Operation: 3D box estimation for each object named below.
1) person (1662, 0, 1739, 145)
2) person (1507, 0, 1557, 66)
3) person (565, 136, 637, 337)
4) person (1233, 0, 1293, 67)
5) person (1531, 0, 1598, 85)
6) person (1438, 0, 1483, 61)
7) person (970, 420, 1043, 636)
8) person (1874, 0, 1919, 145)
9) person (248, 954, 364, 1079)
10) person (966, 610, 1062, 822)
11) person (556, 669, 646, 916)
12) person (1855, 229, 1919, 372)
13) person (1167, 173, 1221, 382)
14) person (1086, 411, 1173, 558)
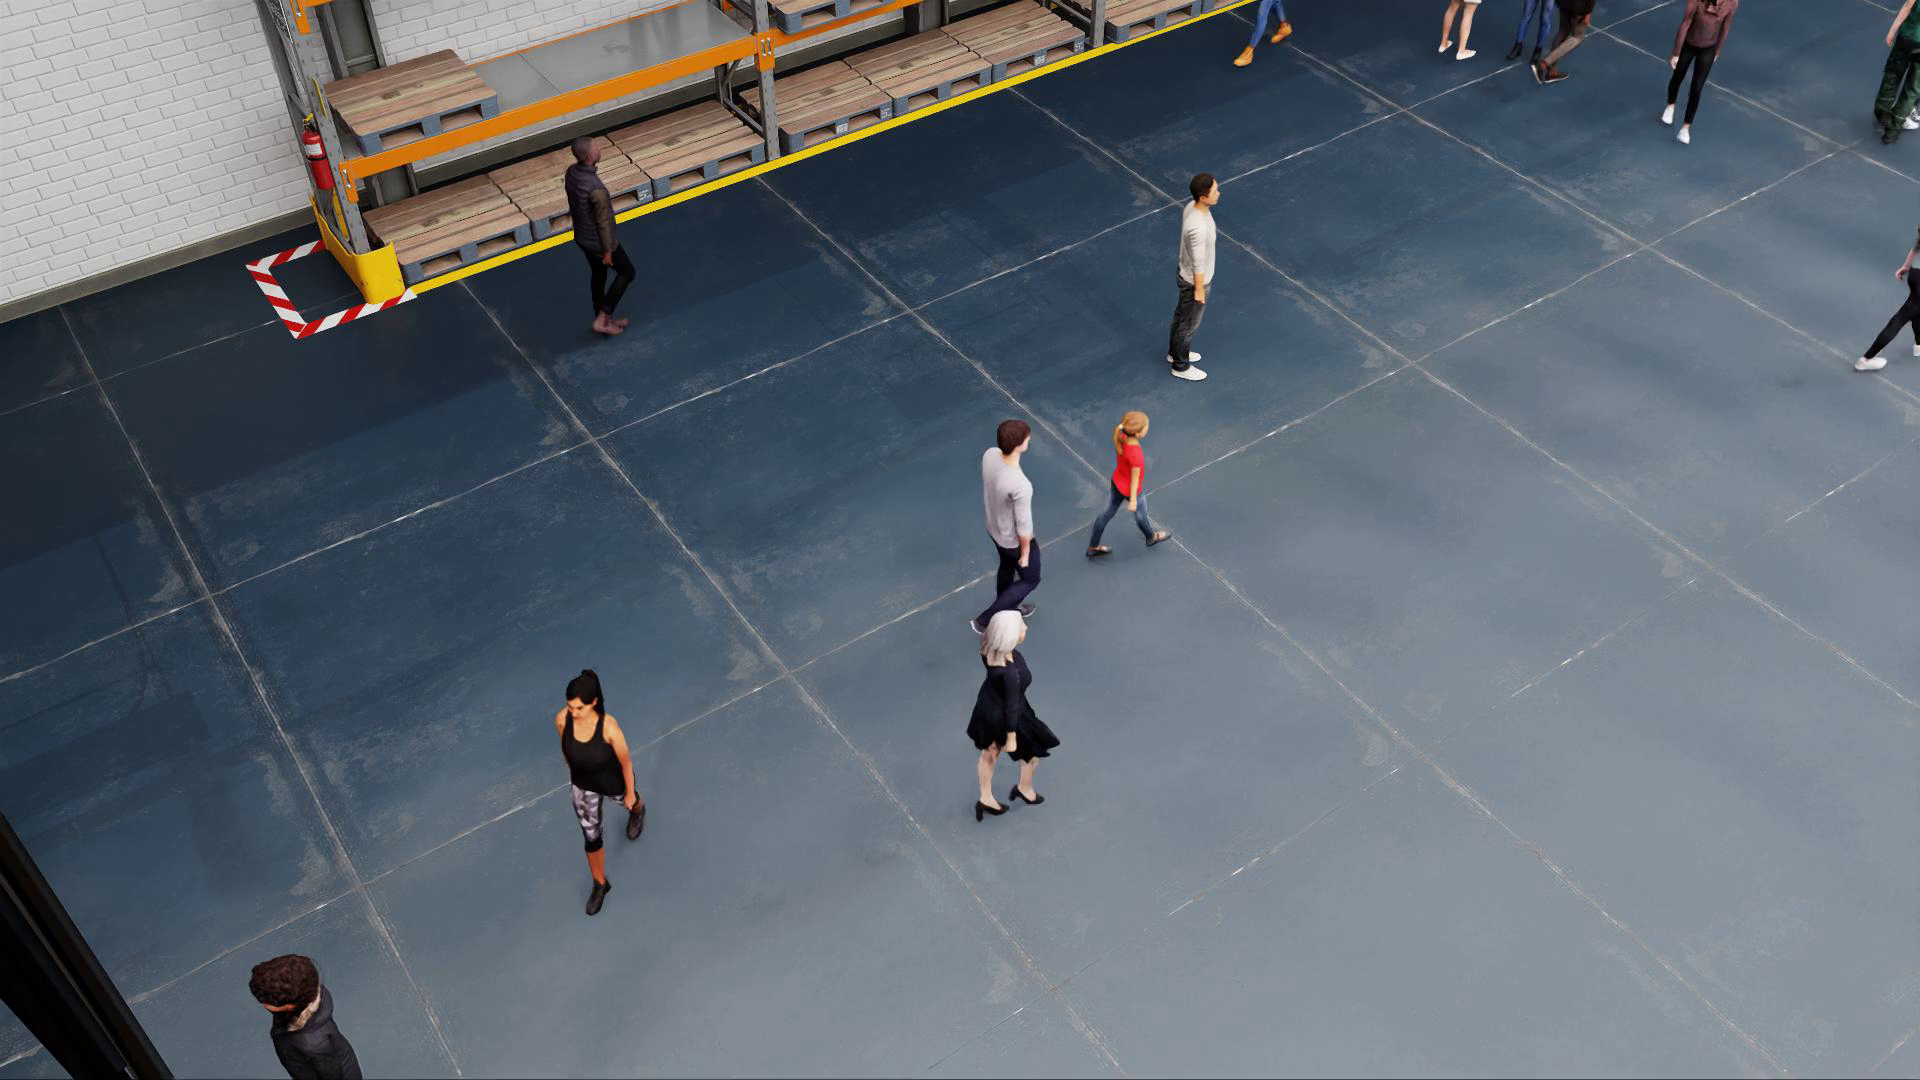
[{"bbox_3d":[7.078,-4.748,16.019,0.989,1.665,1.097,12,45,12],"label":"person"},{"bbox_3d":[5.980,-5.660,16.999,0.664,1.632,0.636,24,49,23],"label":"person"},{"bbox_3d":[-3.000,-2.401,13.438,0.696,1.826,0.715,-30,51,-27],"label":"person"},{"bbox_3d":[3.261,-5.794,17.118,1.198,1.663,0.646,-28,50,-27],"label":"person"},{"bbox_3d":[6.044,-5.330,16.544,0.903,1.783,0.744,-19,47,-19],"label":"person"},{"bbox_3d":[5.241,-5.810,17.095,0.602,1.717,0.653,-33,52,-29],"label":"person"},{"bbox_3d":[0.261,-0.034,10.952,0.840,1.828,0.708,-22,48,-21],"label":"person"},{"bbox_3d":[9.111,-4.696,15.824,1.034,1.858,1.134,19,47,19],"label":"person"},{"bbox_3d":[-3.128,2.601,8.221,0.603,1.781,0.629,-23,48,-22],"label":"person"},{"bbox_3d":[0.185,1.074,9.857,0.772,1.735,0.686,-15,46,-16],"label":"person"},{"bbox_3d":[-2.042,1.327,9.675,1.042,1.618,1.108,8,44,8],"label":"person"},{"bbox_3d":[7.538,-2.017,13.117,1.103,1.713,0.841,-11,45,-11],"label":"person"},{"bbox_3d":[1.836,-2.091,13.123,0.757,1.812,0.737,1,44,1],"label":"person"},{"bbox_3d":[1.113,-0.362,11.695,0.932,1.278,0.643,-15,46,-15],"label":"person"}]
